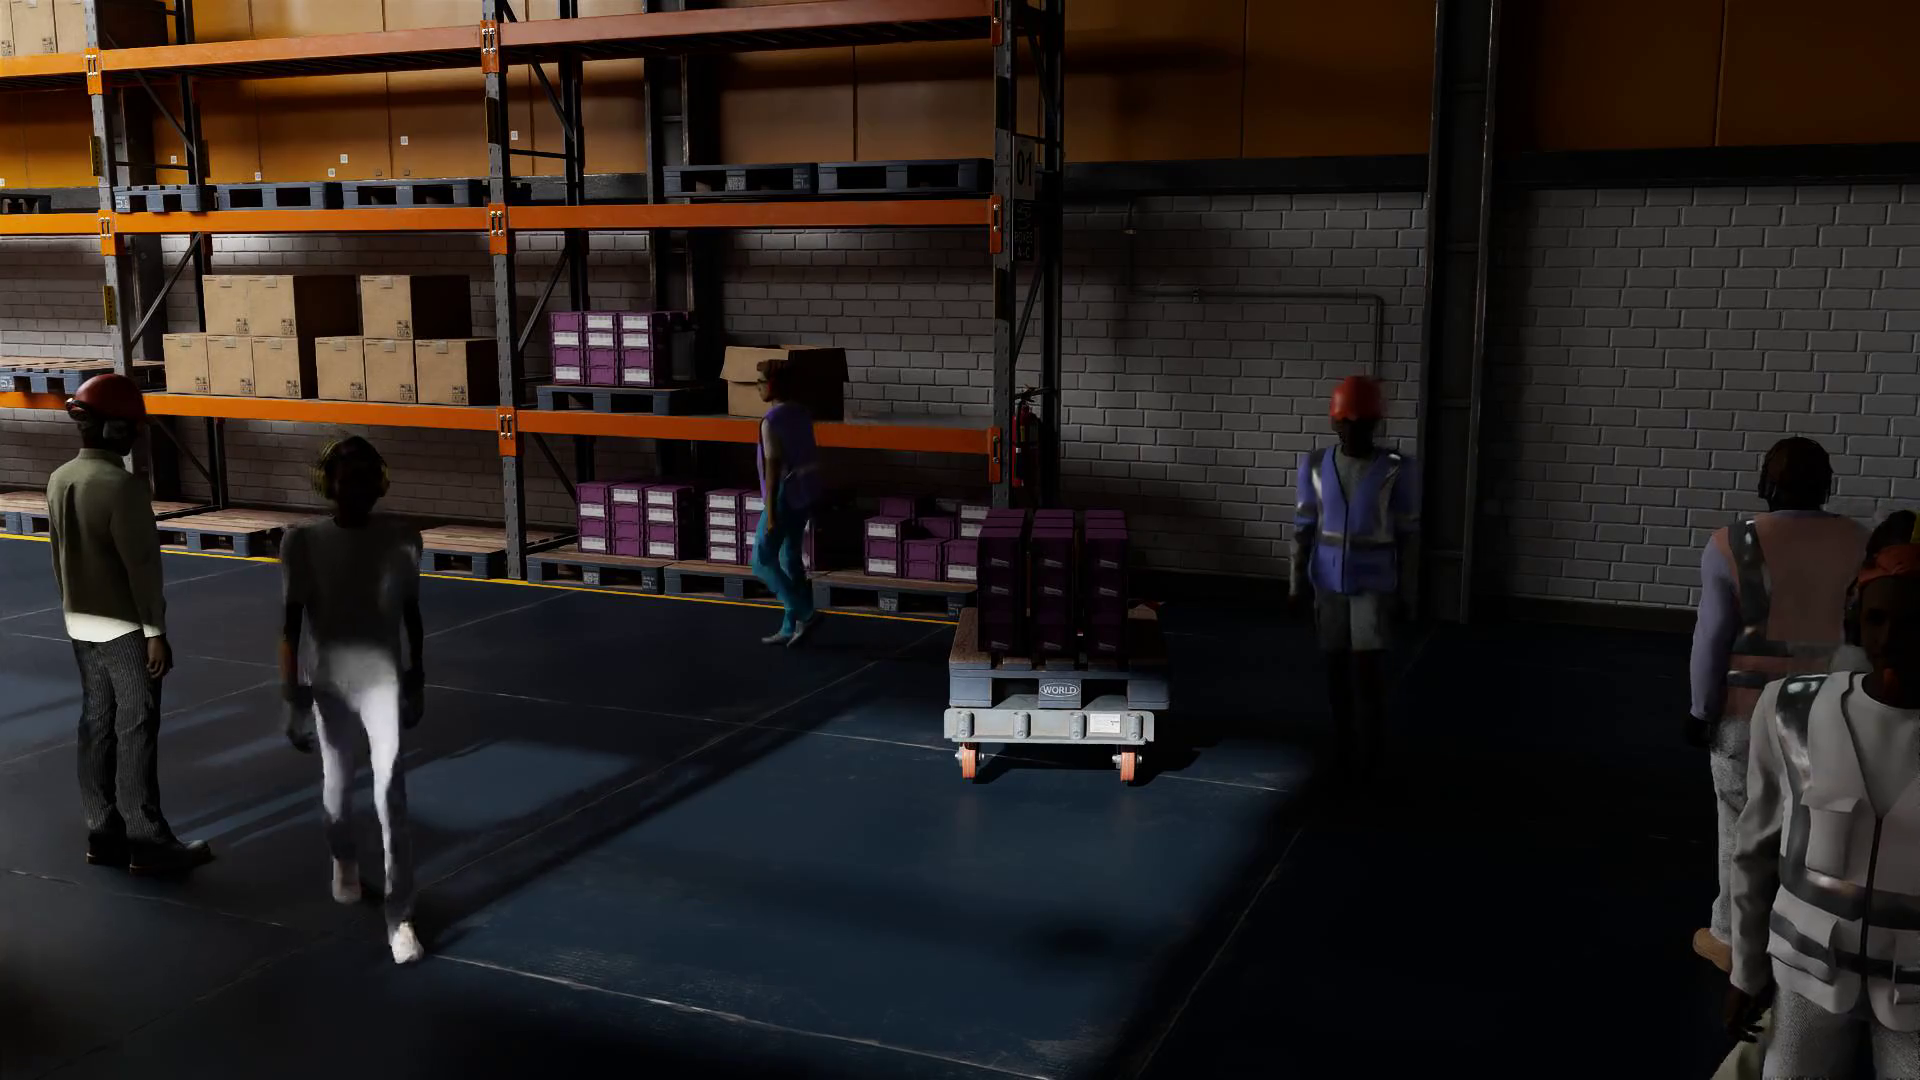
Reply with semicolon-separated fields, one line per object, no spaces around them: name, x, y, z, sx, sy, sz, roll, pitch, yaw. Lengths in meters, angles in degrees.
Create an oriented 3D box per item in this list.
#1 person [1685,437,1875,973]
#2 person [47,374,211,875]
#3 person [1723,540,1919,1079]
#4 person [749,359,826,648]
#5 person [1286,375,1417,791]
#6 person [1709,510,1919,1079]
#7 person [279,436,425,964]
person;2.788;0.568;5.668;0.630;1.842;0.429;1;9;4
person;-3.341;0.336;6.625;0.608;1.986;0.389;6;11;32
person;1.862;0.928;3.389;0.576;1.882;0.362;8;12;38
person;-1.081;-0.213;10.369;0.430;1.829;0.577;4;10;21
person;1.792;0.203;7.637;0.544;1.913;0.507;5;11;29
person;2.335;0.820;4.223;0.882;1.832;0.529;7;12;35
person;-2.185;0.524;6.016;0.519;1.826;0.987;-4;10;-23
